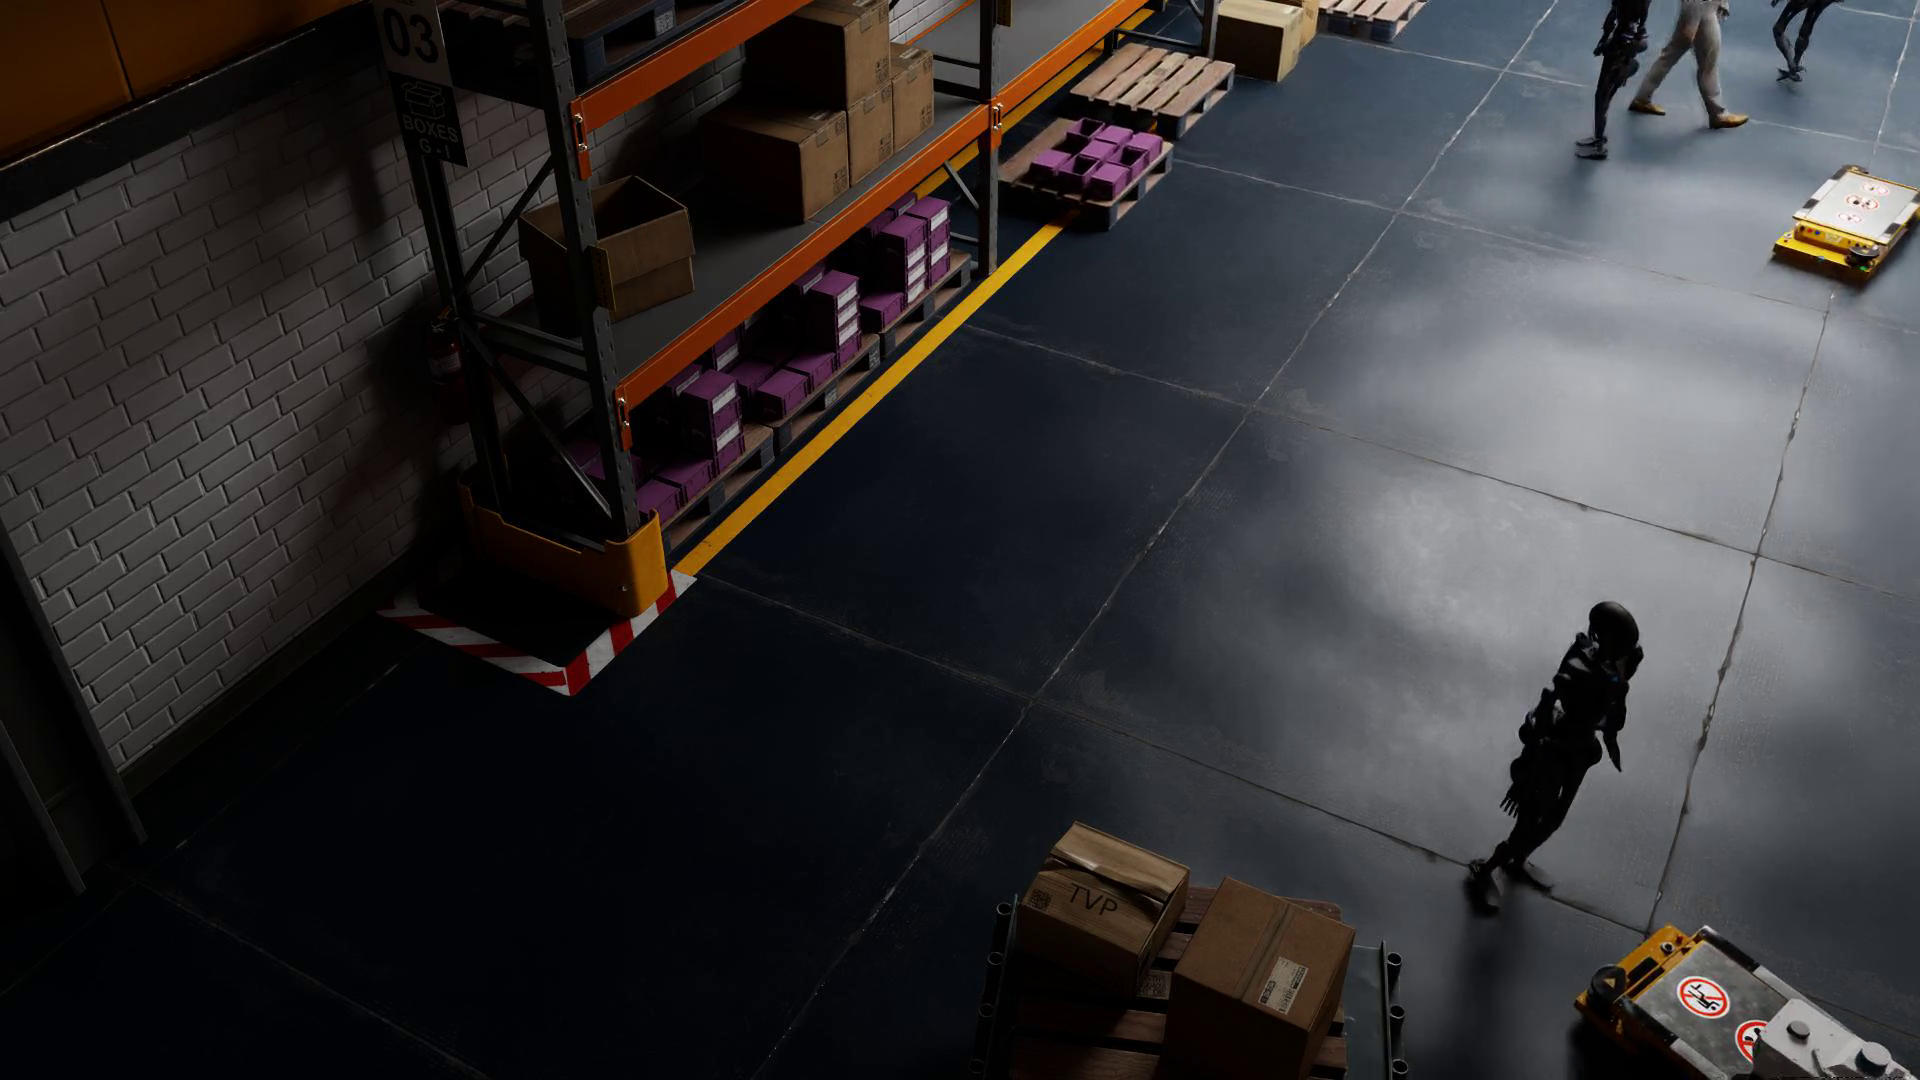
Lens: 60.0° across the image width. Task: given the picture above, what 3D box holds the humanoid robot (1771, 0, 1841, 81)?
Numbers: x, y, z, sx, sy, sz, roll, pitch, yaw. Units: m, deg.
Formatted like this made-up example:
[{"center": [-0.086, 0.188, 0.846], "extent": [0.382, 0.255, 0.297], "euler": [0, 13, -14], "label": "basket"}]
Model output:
[{"center": [7.155, -4.644, 13.893], "extent": [0.613, 1.644, 0.369], "euler": [-8, 39, -10], "label": "humanoid robot"}]

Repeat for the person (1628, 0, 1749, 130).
[{"center": [5.972, -4.194, 13.207], "extent": [0.926, 1.858, 0.569], "euler": [13, 40, 15], "label": "person"}]

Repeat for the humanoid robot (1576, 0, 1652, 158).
[{"center": [5.077, -3.798, 12.834], "extent": [0.350, 1.645, 0.609], "euler": [-2, 39, -3], "label": "humanoid robot"}]

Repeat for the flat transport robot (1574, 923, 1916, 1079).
[{"center": [3.237, 2.115, 6.576], "extent": [0.659, 0.231, 1.431], "euler": [-25, 45, -28], "label": "flat transport robot"}]

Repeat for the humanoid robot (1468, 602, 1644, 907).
[{"center": [2.537, 0.885, 6.991], "extent": [0.610, 1.650, 0.324], "euler": [-20, 43, -24], "label": "humanoid robot"}]

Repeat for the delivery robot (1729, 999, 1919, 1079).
[{"center": [3.367, 2.122, 6.353], "extent": [0.499, 0.613, 0.796], "euler": [-28, 46, -30], "label": "delivery robot"}]

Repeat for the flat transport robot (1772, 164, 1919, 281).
[{"center": [6.529, -2.331, 12.134], "extent": [0.659, 0.231, 1.431], "euler": [28, 46, 30], "label": "flat transport robot"}]
